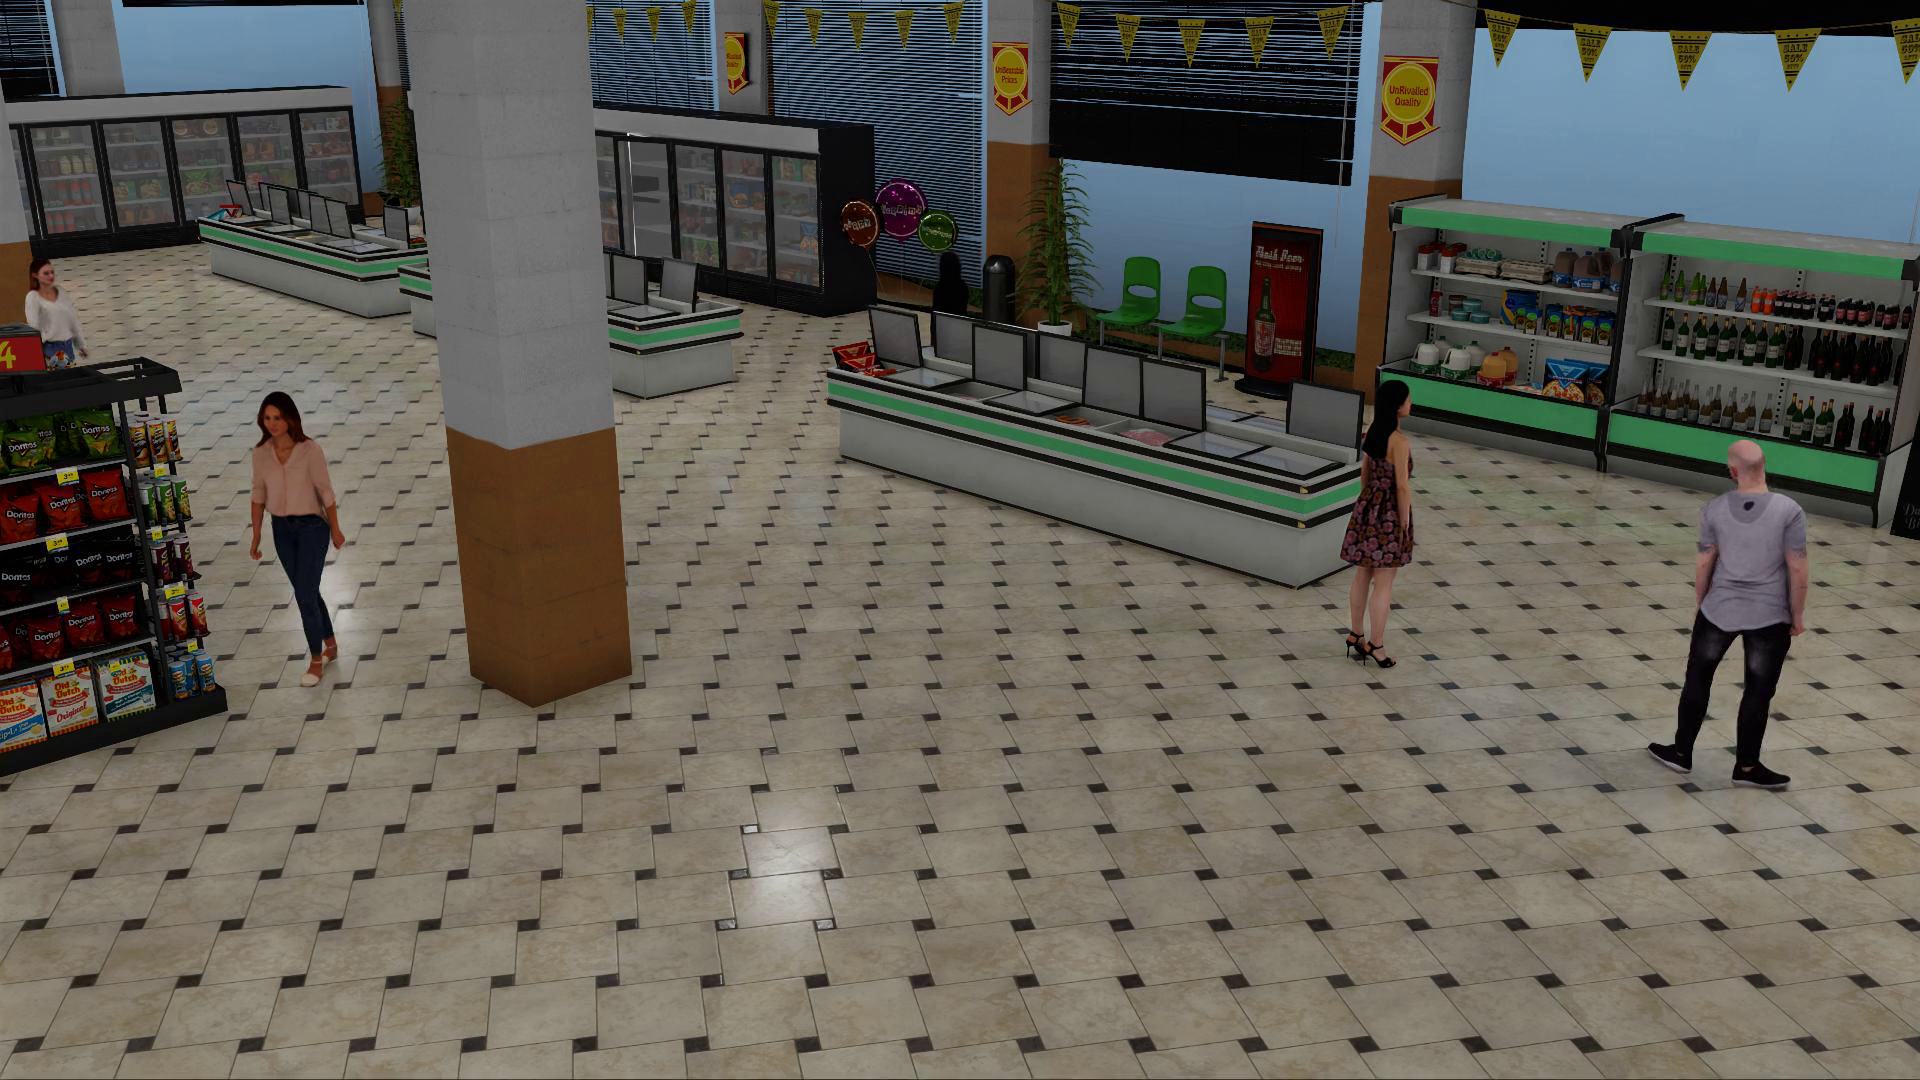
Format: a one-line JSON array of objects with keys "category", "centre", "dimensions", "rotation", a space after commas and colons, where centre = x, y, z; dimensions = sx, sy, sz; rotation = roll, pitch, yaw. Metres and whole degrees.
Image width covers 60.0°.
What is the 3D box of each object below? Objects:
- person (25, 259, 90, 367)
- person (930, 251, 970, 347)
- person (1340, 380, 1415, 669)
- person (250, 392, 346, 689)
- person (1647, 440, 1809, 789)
[{"category": "person", "centre": [-8.138, -1.667, 14.857], "dimensions": [0.745, 1.681, 0.720], "rotation": [5, 19, 15]}, {"category": "person", "centre": [-0.092, -1.927, 15.732], "dimensions": [0.582, 1.614, 0.605], "rotation": [16, 24, 40]}, {"category": "person", "centre": [2.558, -0.101, 10.066], "dimensions": [0.838, 1.773, 0.748], "rotation": [-7, 20, -19]}, {"category": "person", "centre": [-3.901, -0.052, 9.941], "dimensions": [0.881, 1.760, 0.908], "rotation": [3, 19, 9]}, {"category": "person", "centre": [4.074, 0.398, 8.522], "dimensions": [0.939, 1.814, 0.542], "rotation": [-12, 22, -32]}]
